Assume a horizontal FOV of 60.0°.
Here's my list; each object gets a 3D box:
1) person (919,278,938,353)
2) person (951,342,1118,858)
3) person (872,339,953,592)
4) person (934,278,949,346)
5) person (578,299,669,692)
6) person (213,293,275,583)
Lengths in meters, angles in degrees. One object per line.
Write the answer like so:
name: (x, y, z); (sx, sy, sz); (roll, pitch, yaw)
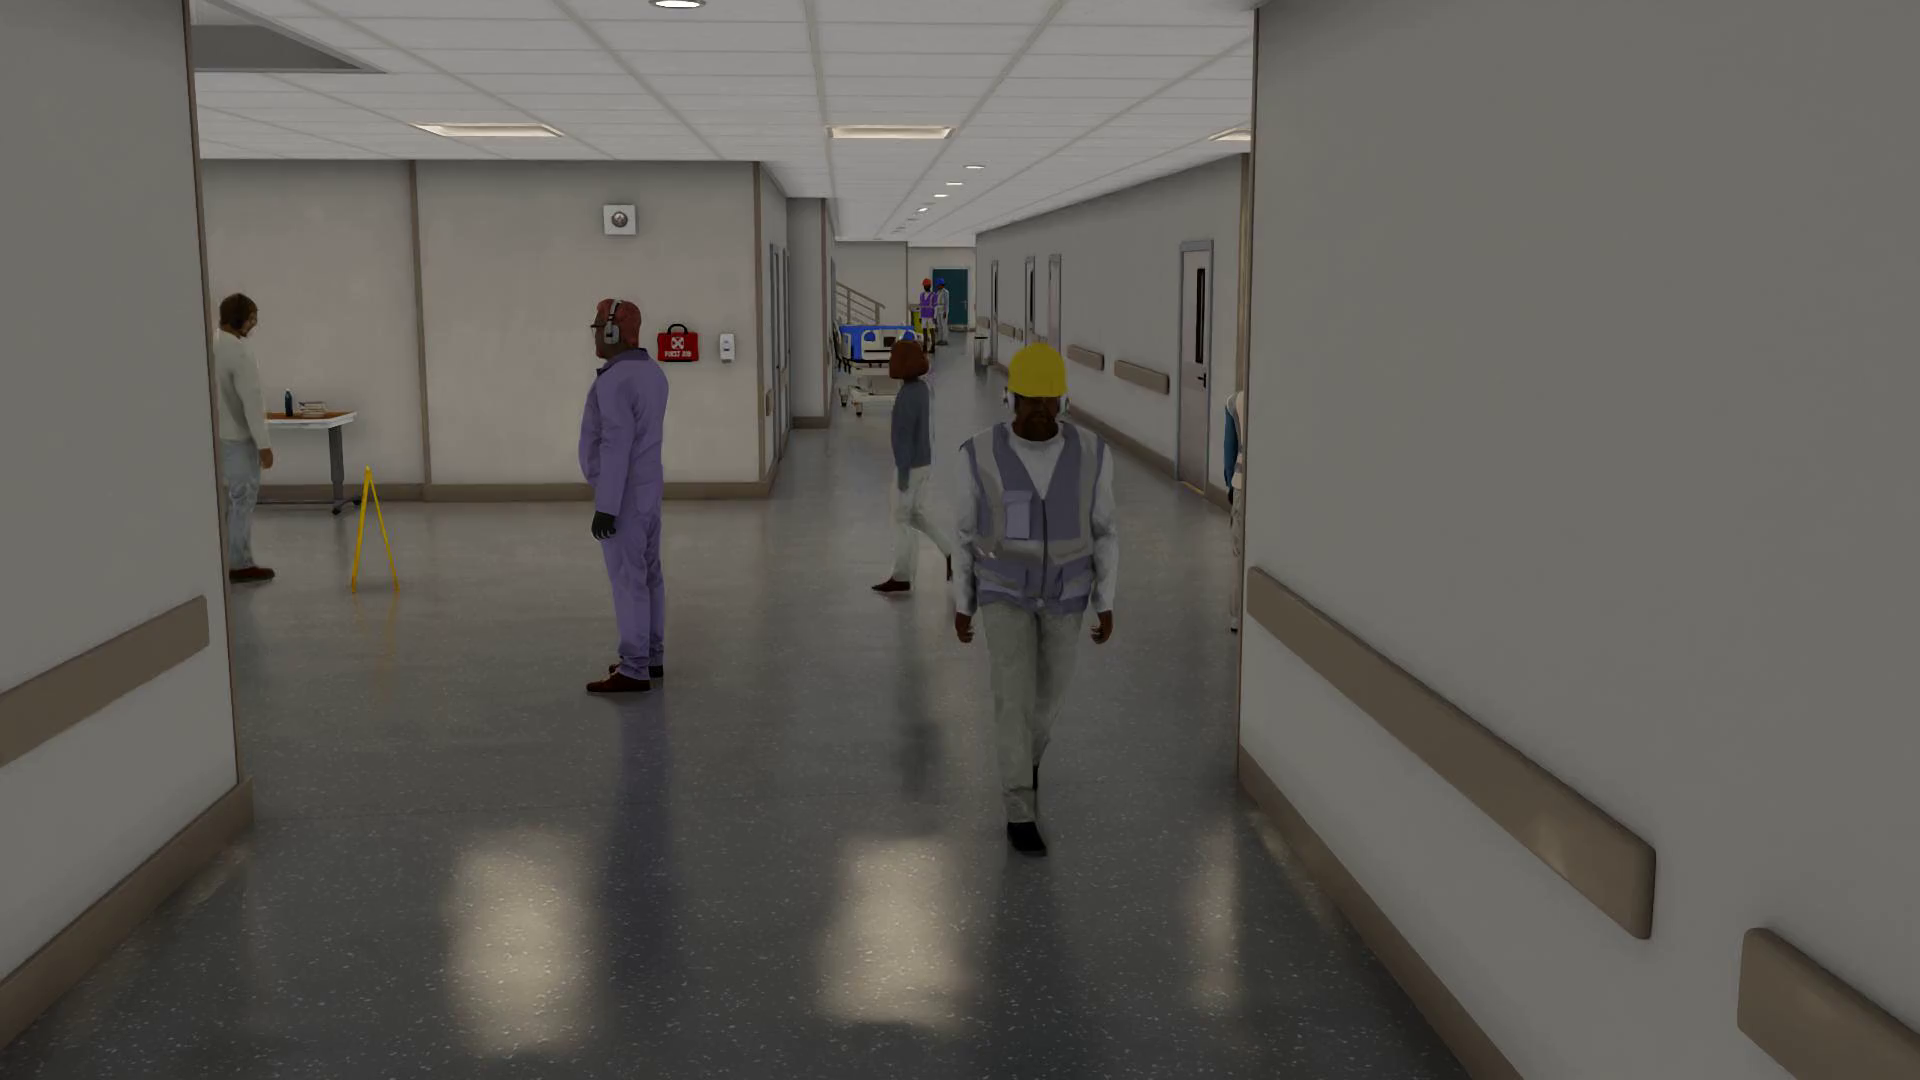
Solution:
person: (-0.845, -5.836, 43.320); (0.548, 1.938, 0.358); (6, 11, 32)
person: (0.261, 0.171, 6.090); (0.588, 1.798, 0.843); (-1, 9, -9)
person: (-0.276, -0.461, 10.548); (0.524, 1.620, 0.512); (2, 9, 14)
person: (-0.532, -6.571, 47.934); (0.402, 1.937, 0.603); (-4, 10, -26)
person: (-1.651, -0.214, 8.123); (0.408, 1.909, 0.638); (1, 9, 7)
person: (-4.767, -0.652, 10.860); (0.654, 1.916, 0.439); (8, 12, 43)
